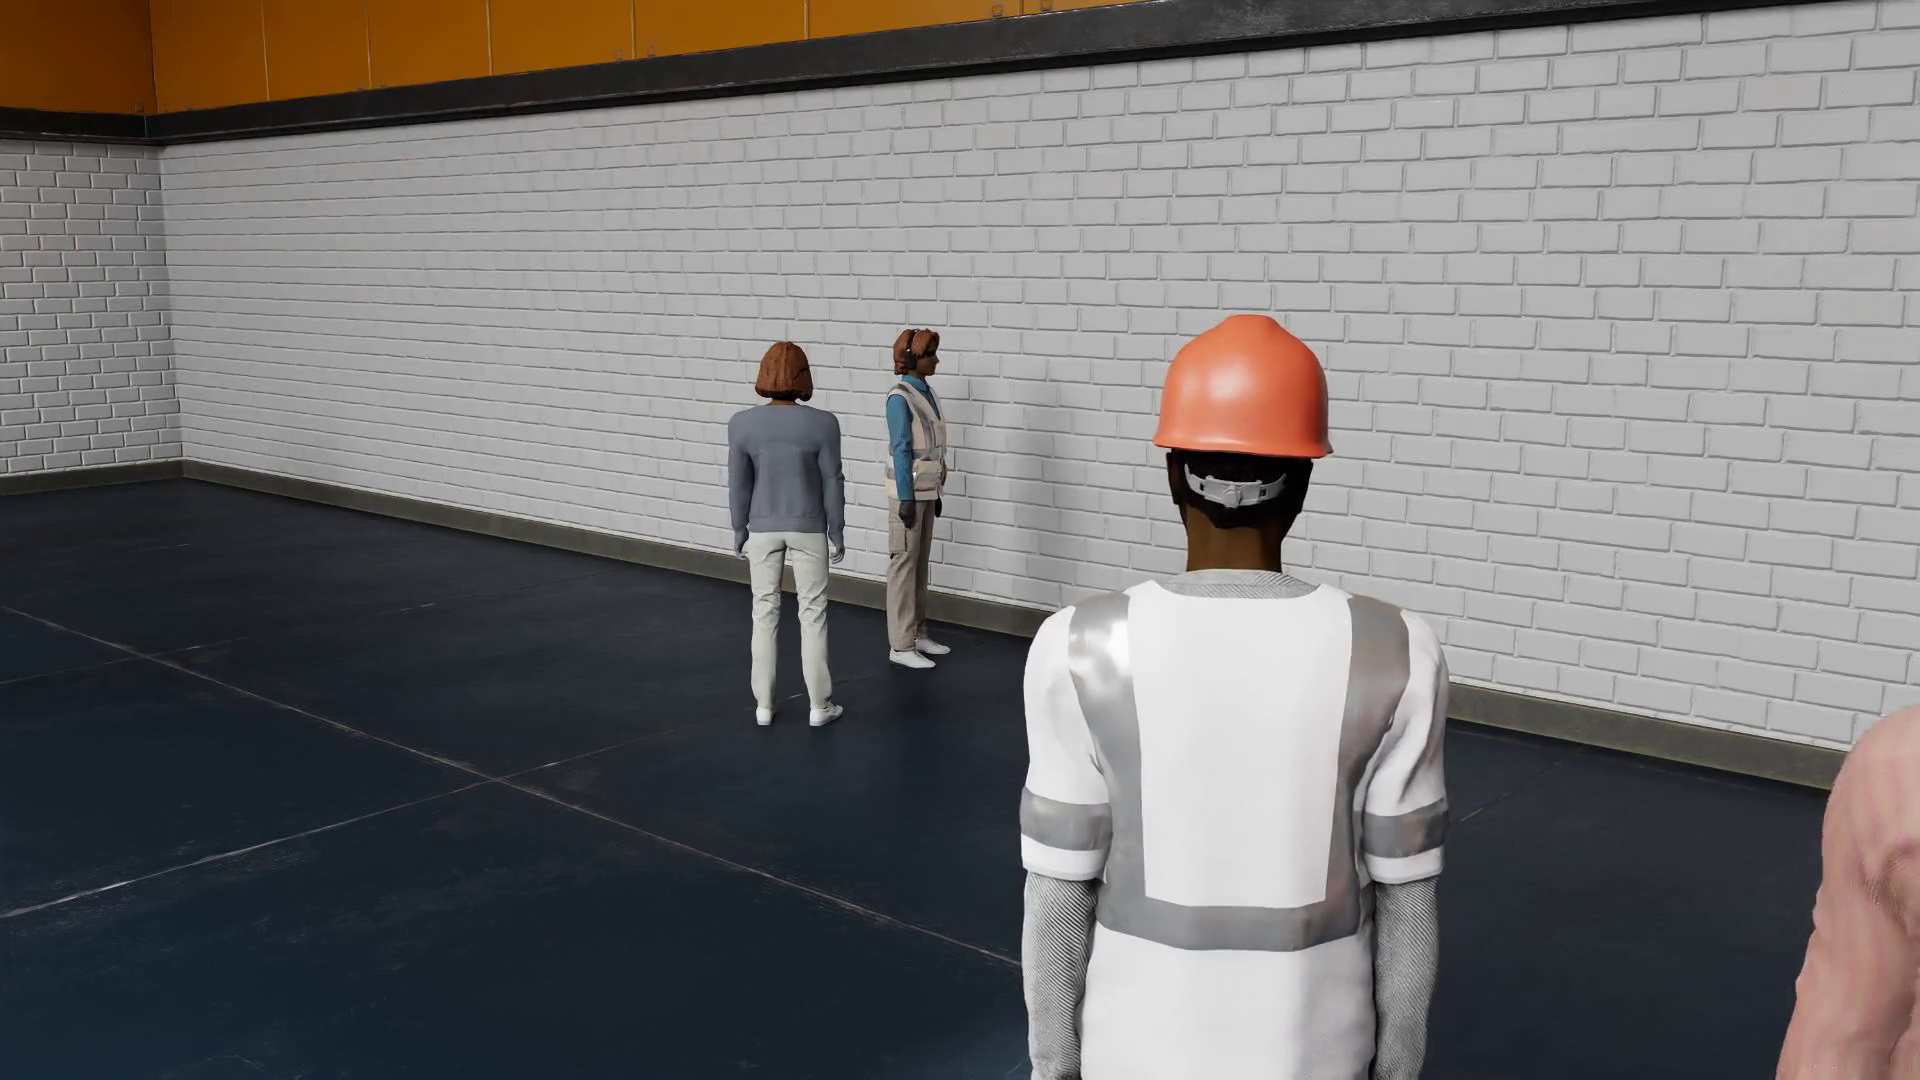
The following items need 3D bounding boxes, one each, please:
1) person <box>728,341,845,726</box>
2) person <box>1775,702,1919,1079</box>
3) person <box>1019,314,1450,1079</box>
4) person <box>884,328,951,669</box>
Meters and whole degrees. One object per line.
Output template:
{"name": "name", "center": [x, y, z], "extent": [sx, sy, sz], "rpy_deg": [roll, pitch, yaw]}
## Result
{"name": "person", "center": [-0.728, -0.019, 7.045], "extent": [0.498, 1.634, 0.280], "rpy_deg": [1, 10, 7]}
{"name": "person", "center": [1.212, 0.794, 1.757], "extent": [0.651, 1.870, 0.936], "rpy_deg": [5, 11, 25]}
{"name": "person", "center": [0.354, 0.671, 2.252], "extent": [0.550, 1.935, 0.376], "rpy_deg": [1, 10, 4]}
{"name": "person", "center": [-0.218, -0.207, 8.101], "extent": [0.307, 1.641, 0.511], "rpy_deg": [3, 10, 14]}
